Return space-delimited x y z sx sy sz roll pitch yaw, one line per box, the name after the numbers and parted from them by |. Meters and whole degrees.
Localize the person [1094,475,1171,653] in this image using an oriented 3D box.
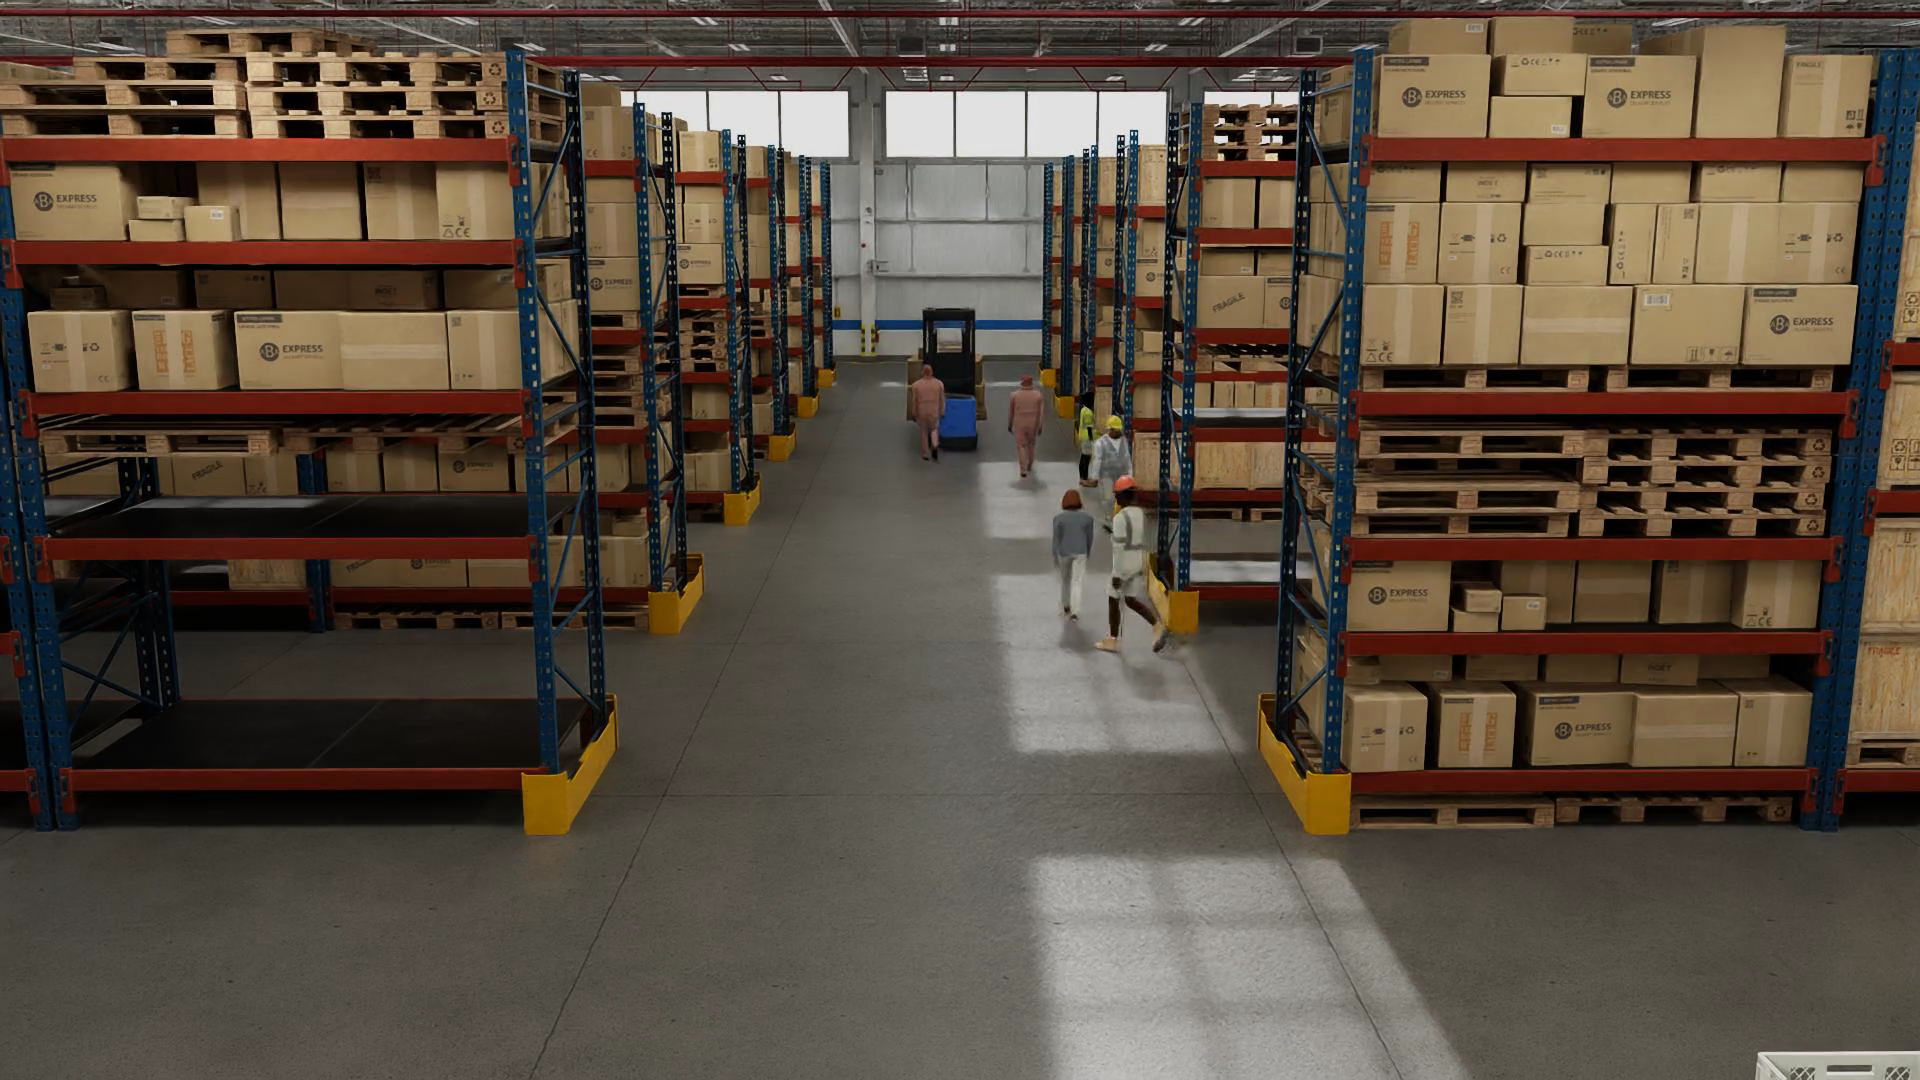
1.933 0.293 18.435 0.814 2.010 0.616 7 14 33 | person

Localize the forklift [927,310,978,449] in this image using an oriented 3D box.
-0.216 -3.341 34.258 1.129 2.768 1.873 0 11 -2 | forklift

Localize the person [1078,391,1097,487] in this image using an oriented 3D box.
2.264 -1.793 29.526 0.318 1.699 0.533 -2 12 -8 | person

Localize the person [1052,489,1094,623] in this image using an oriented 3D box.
1.353 0.181 20.029 0.490 1.586 0.893 1 11 7 | person

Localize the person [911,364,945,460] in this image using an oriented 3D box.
-0.636 -2.496 32.519 0.671 1.891 0.430 -2 12 -10 | person

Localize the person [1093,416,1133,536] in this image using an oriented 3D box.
2.364 -0.967 25.147 0.617 1.802 0.742 -7 13 -30 | person

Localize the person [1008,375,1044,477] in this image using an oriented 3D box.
1.206 -2.131 30.827 0.635 1.849 1.008 -1 11 -7 | person
